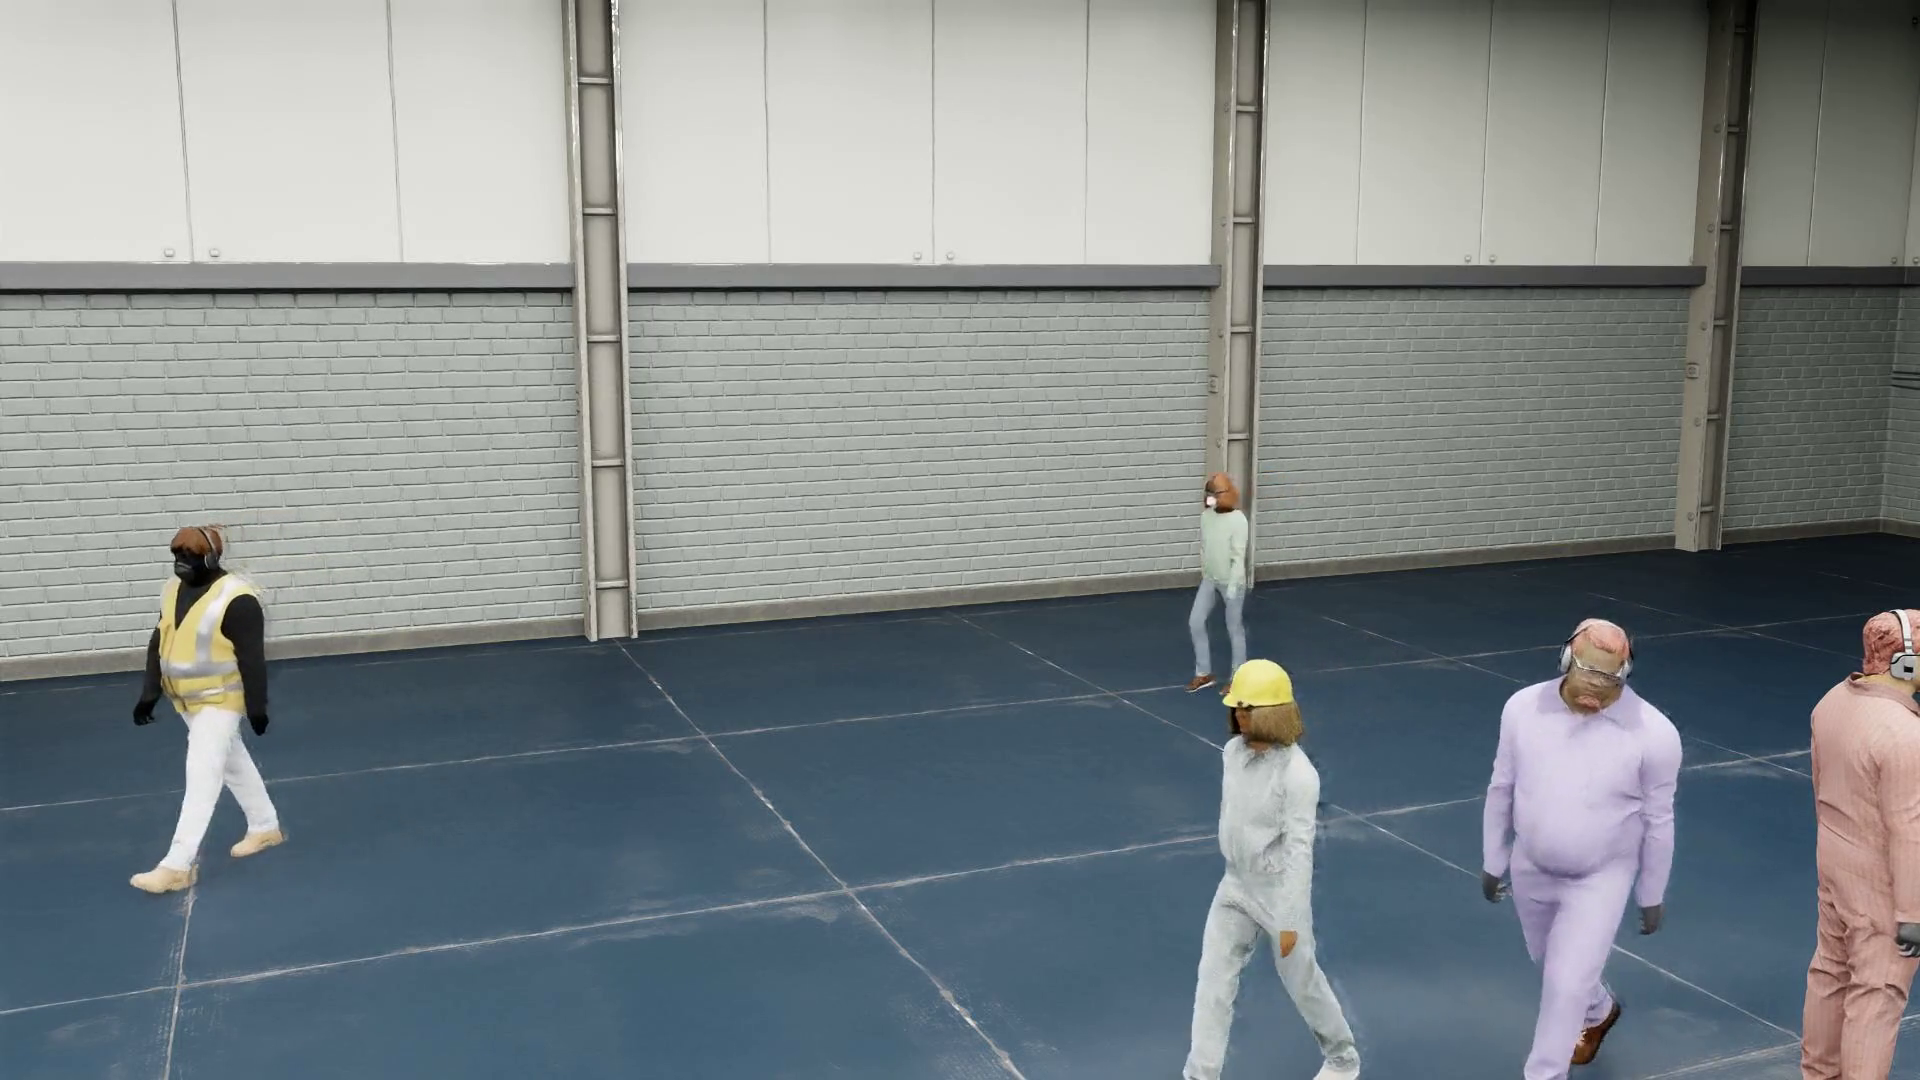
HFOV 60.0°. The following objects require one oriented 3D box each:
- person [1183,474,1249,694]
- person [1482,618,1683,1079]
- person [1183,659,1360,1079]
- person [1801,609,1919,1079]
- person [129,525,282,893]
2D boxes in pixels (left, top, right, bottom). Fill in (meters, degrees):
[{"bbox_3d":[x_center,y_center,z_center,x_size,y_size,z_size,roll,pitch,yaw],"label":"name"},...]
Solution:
[{"bbox_3d":[1.854,0.332,11.979,0.568,1.613,0.507,-7,11,-36],"label":"person"},{"bbox_3d":[2.242,1.165,5.994,0.644,1.863,0.944,8,12,43],"label":"person"},{"bbox_3d":[1.114,1.248,5.943,0.883,1.701,0.500,-5,11,-30],"label":"person"},{"bbox_3d":[3.179,1.178,5.742,0.410,1.909,0.642,0,9,3],"label":"person"},{"bbox_3d":[-3.830,0.814,8.402,0.623,1.793,0.946,6,11,33],"label":"person"}]
